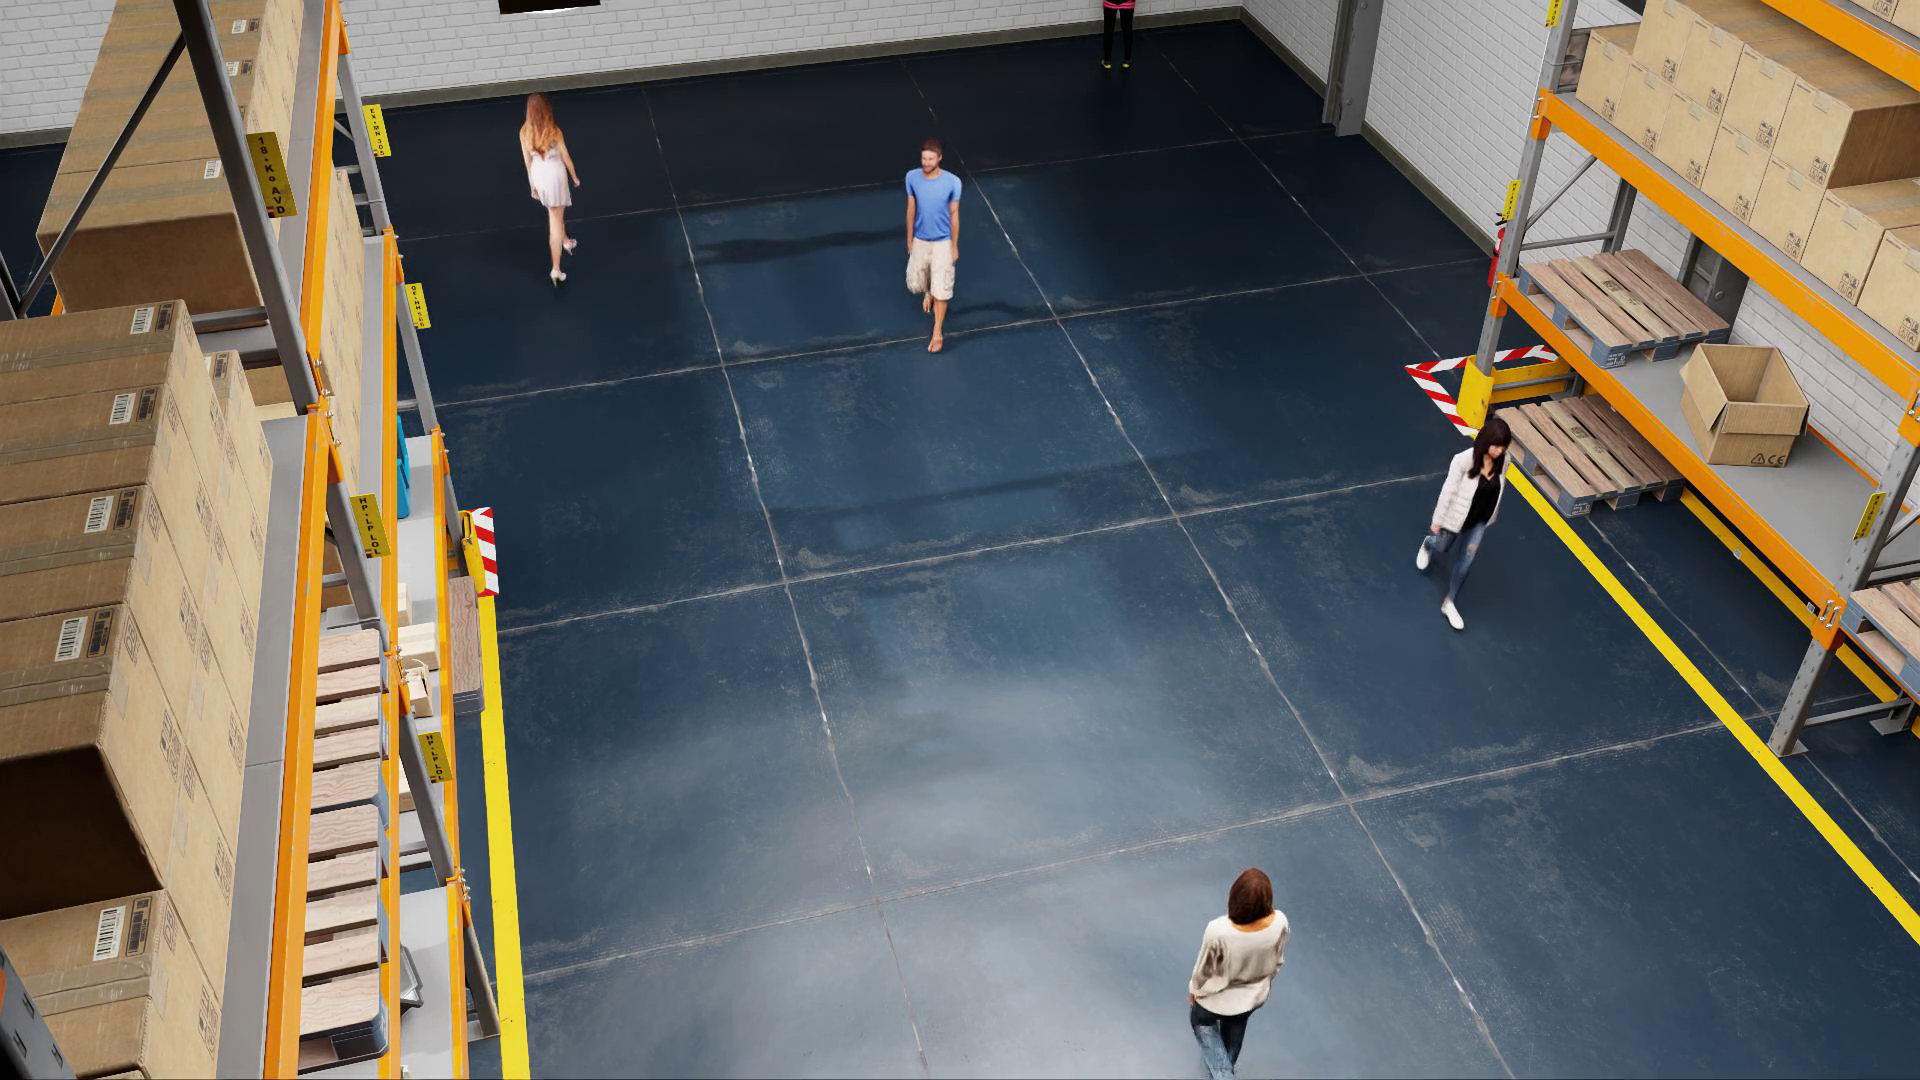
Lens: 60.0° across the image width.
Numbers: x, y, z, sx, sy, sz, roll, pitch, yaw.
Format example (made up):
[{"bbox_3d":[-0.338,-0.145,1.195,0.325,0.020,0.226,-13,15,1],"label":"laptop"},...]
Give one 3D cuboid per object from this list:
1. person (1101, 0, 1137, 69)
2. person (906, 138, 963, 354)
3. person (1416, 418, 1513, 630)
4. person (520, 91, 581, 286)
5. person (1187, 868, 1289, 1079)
[{"bbox_3d":[1.802,-6.118,18.799,0.585,1.552,0.572,0,39,-1],"label":"person"},{"bbox_3d":[-0.212,-2.573,14.125,0.928,1.847,1.089,9,40,11],"label":"person"},{"bbox_3d":[3.430,-0.219,11.370,0.686,1.605,1.021,-5,39,-6],"label":"person"},{"bbox_3d":[-3.680,-3.102,14.871,0.840,1.742,1.041,8,39,9],"label":"person"},{"bbox_3d":[1.369,2.275,8.198,0.633,1.667,0.767,-8,39,-10],"label":"person"}]
